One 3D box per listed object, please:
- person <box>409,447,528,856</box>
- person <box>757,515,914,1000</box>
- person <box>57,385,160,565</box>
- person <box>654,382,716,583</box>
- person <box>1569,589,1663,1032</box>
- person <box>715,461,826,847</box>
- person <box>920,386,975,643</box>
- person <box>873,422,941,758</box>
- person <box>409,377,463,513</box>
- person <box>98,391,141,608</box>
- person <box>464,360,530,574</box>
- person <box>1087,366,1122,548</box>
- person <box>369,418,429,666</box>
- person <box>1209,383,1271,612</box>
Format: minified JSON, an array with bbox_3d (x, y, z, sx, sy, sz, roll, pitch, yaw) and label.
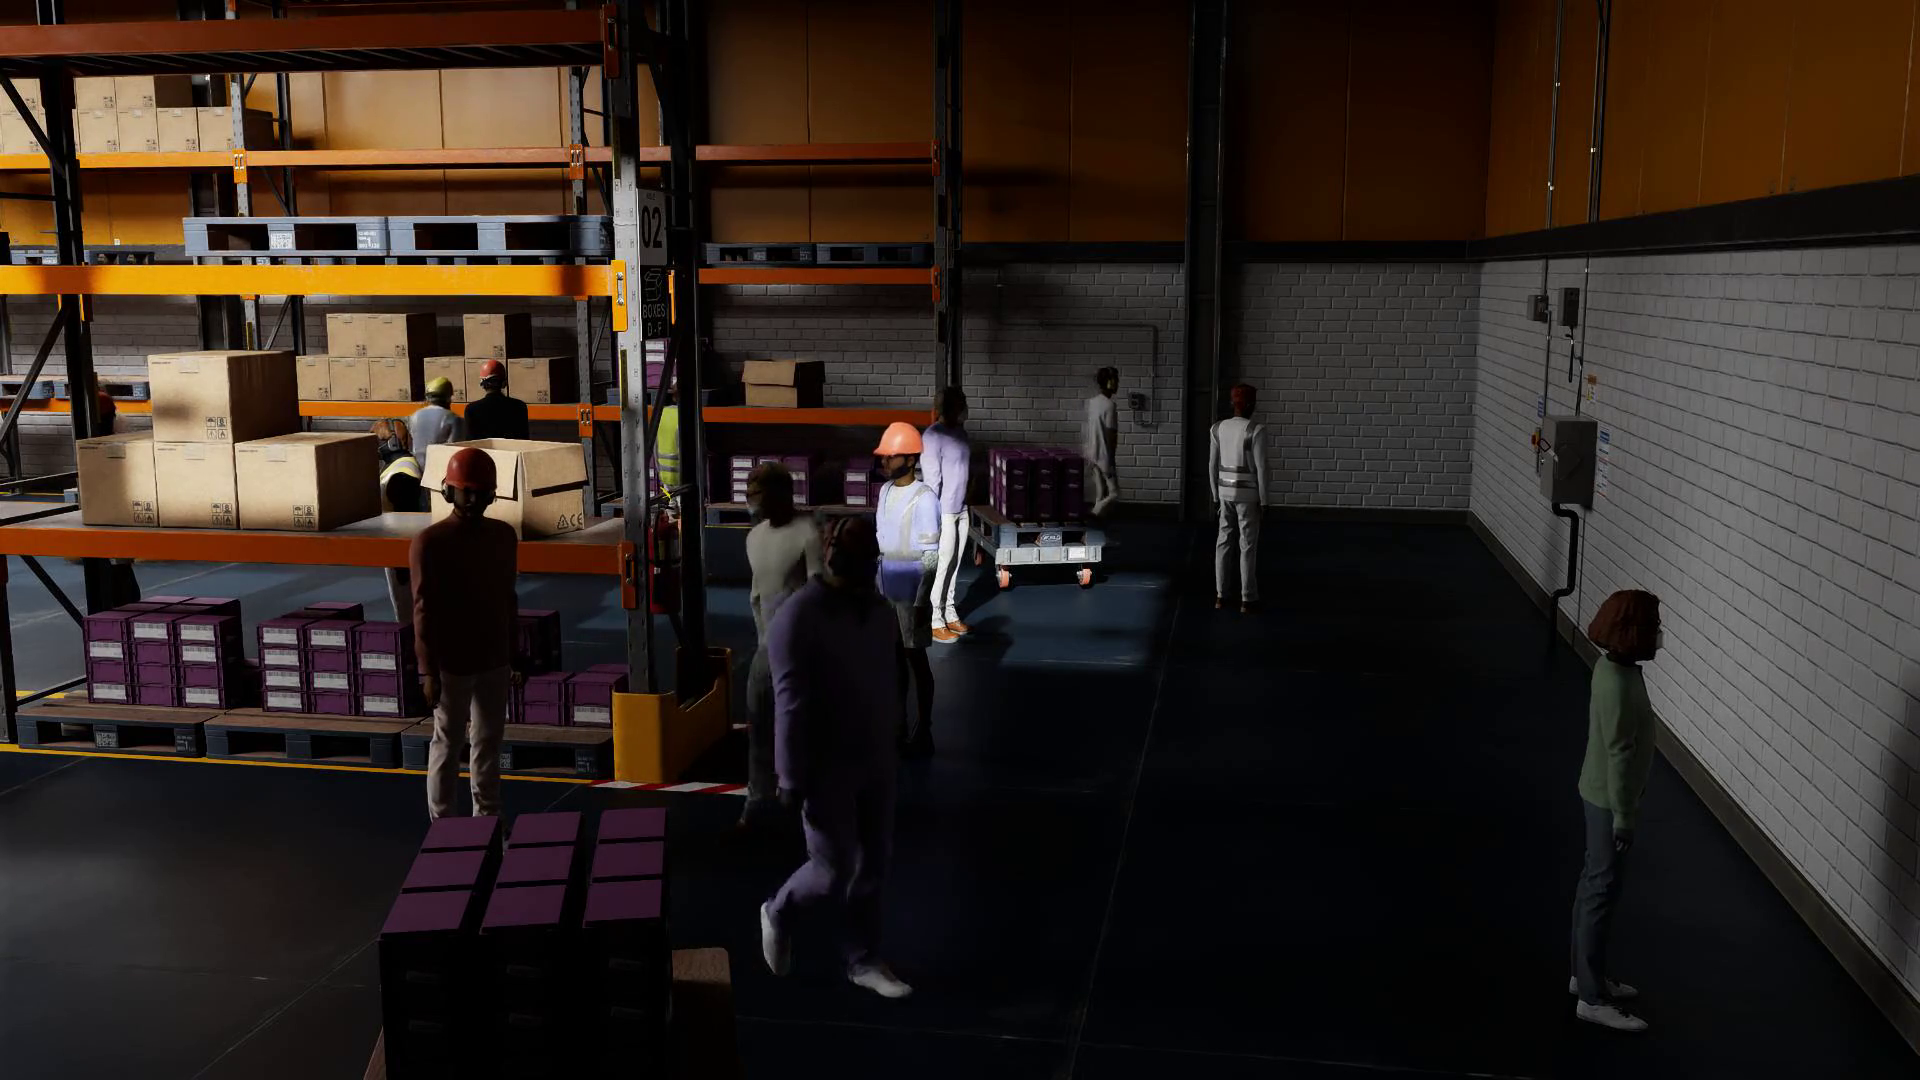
[{"bbox_3d":[-2.272,0.557,7.782,0.391,1.991,0.613,6,11,32],"label":"person"},{"bbox_3d":[-0.475,0.834,6.380,0.545,1.886,0.660,7,12,38],"label":"person"},{"bbox_3d":[-8.164,-0.633,15.859,0.985,1.767,0.634,-1,9,-9],"label":"person"},{"bbox_3d":[-2.479,-0.522,14.966,0.625,1.835,0.430,8,12,42],"label":"person"},{"bbox_3d":[2.458,0.987,6.219,0.283,1.633,0.497,3,10,17],"label":"person"},{"bbox_3d":[-0.756,0.540,8.215,0.670,1.903,0.920,8,12,42],"label":"person"},{"bbox_3d":[-0.090,-0.200,12.641,0.357,1.937,0.638,4,10,23],"label":"person"},{"bbox_3d":[-0.338,0.284,9.632,0.349,1.942,0.545,-7,11,-36],"label":"person"},{"bbox_3d":[-5.057,-0.674,16.024,0.588,1.796,0.786,3,10,16],"label":"person"},{"bbox_3d":[-6.323,-0.148,12.341,0.543,1.932,0.365,9,13,43],"label":"person"},{"bbox_3d":[-4.249,-0.656,15.293,0.622,1.994,0.381,-7,12,-37],"label":"person"},{"bbox_3d":[1.392,-0.813,16.704,0.505,1.859,0.512,-4,10,-23],"label":"person"},{"bbox_3d":[-3.757,0.098,11.138,0.430,1.836,0.619,-3,10,-20],"label":"person"},{"bbox_3d":[2.317,-0.347,13.721,0.355,1.884,0.573,-9,13,-44],"label":"person"}]
